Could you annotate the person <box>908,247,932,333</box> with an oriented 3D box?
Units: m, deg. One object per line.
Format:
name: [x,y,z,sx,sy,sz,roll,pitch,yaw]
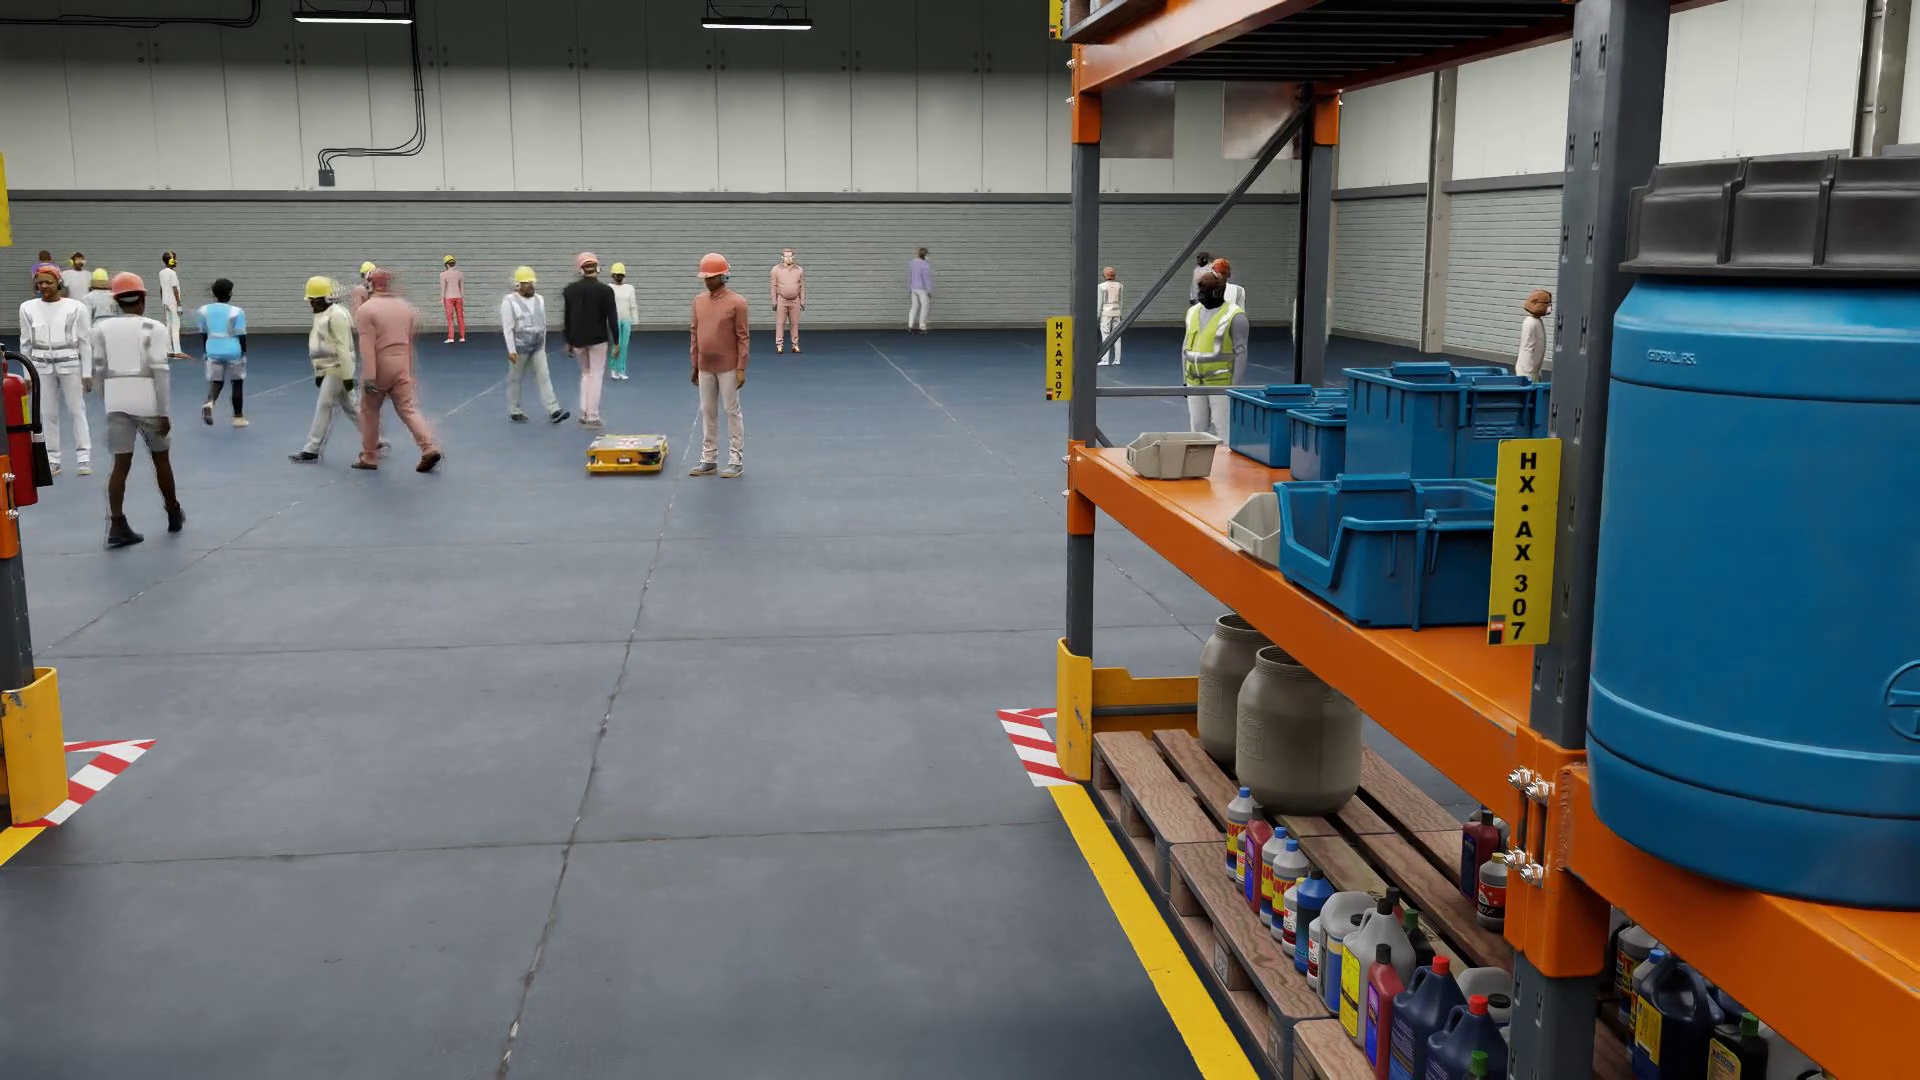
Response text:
person: [-0.921,-5.524,36.880,0.434,1.907,0.691,-7,12,-33]

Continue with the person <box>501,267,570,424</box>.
person: [-4.853,-2.189,18.857,0.931,1.786,0.625,9,14,40]

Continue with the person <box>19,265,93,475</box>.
person: [-8.066,-1.506,14.868,0.576,1.882,0.348,-2,11,-12]

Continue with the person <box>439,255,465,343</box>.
person: [-10.229,-4.842,33.490,0.524,1.762,0.325,-10,14,-43]

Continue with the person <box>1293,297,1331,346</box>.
person: [4.755,-2.767,22.535,0.506,1.610,0.686,1,10,3]

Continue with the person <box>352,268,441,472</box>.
person: [-5.164,-1.538,15.113,0.956,1.862,0.644,6,12,29]

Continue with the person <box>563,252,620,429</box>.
person: [-4.074,-2.216,18.542,0.650,1.955,0.525,3,11,16]

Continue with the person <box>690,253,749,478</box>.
person: [-2.155,-1.547,14.797,0.608,1.988,0.387,5,12,28]

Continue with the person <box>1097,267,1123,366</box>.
person: [2.481,-3.701,27.569,0.513,1.637,0.313,-6,12,-28]

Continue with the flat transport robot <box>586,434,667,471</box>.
flat transport robot: [-3.101,-0.824,15.545,0.652,0.197,1.431,-1,10,-7]

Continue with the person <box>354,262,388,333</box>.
person: [-8.560,-3.156,24.218,0.307,1.772,0.526,10,14,42]

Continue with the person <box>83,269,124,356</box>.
person: [-11.492,-2.785,22.364,0.503,1.690,0.917,-7,12,-33]

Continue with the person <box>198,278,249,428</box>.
person: [-8.169,-2.058,18.437,0.539,1.676,0.566,0,10,2]

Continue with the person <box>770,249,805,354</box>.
person: [-3.147,-4.371,30.504,0.640,1.909,0.409,-4,11,-21]

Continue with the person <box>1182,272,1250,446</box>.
person: [2.117,-1.331,14.026,0.430,1.841,0.624,-10,14,-43]

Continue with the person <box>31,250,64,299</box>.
person: [-19.324,-5.210,35.253,0.563,1.850,0.389,-3,11,-15]

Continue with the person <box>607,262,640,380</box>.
person: [-5.048,-3.255,24.828,0.526,1.751,0.523,-8,13,-37]

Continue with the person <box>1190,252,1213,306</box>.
person: [4.871,-4.874,33.475,0.682,1.828,0.671,-7,12,-32]

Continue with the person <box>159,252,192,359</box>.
person: [-13.845,-4.122,29.258,0.519,1.865,0.327,8,13,36]

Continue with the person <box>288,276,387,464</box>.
person: [-5.933,-1.618,15.824,0.923,1.767,0.610,-6,12,-30]

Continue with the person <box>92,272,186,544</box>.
person: [-5.800,-0.938,11.736,0.575,1.873,0.991,0,10,-1]

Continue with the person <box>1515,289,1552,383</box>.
person: [5.579,-1.626,16.240,0.302,1.626,0.500,6,12,31]

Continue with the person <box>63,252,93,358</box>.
person: [-15.485,-4.130,29.299,0.412,1.860,0.544,10,14,44]

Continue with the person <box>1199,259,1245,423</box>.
person: [2.988,-2.278,19.096,0.574,1.882,0.352,-3,11,-16]
